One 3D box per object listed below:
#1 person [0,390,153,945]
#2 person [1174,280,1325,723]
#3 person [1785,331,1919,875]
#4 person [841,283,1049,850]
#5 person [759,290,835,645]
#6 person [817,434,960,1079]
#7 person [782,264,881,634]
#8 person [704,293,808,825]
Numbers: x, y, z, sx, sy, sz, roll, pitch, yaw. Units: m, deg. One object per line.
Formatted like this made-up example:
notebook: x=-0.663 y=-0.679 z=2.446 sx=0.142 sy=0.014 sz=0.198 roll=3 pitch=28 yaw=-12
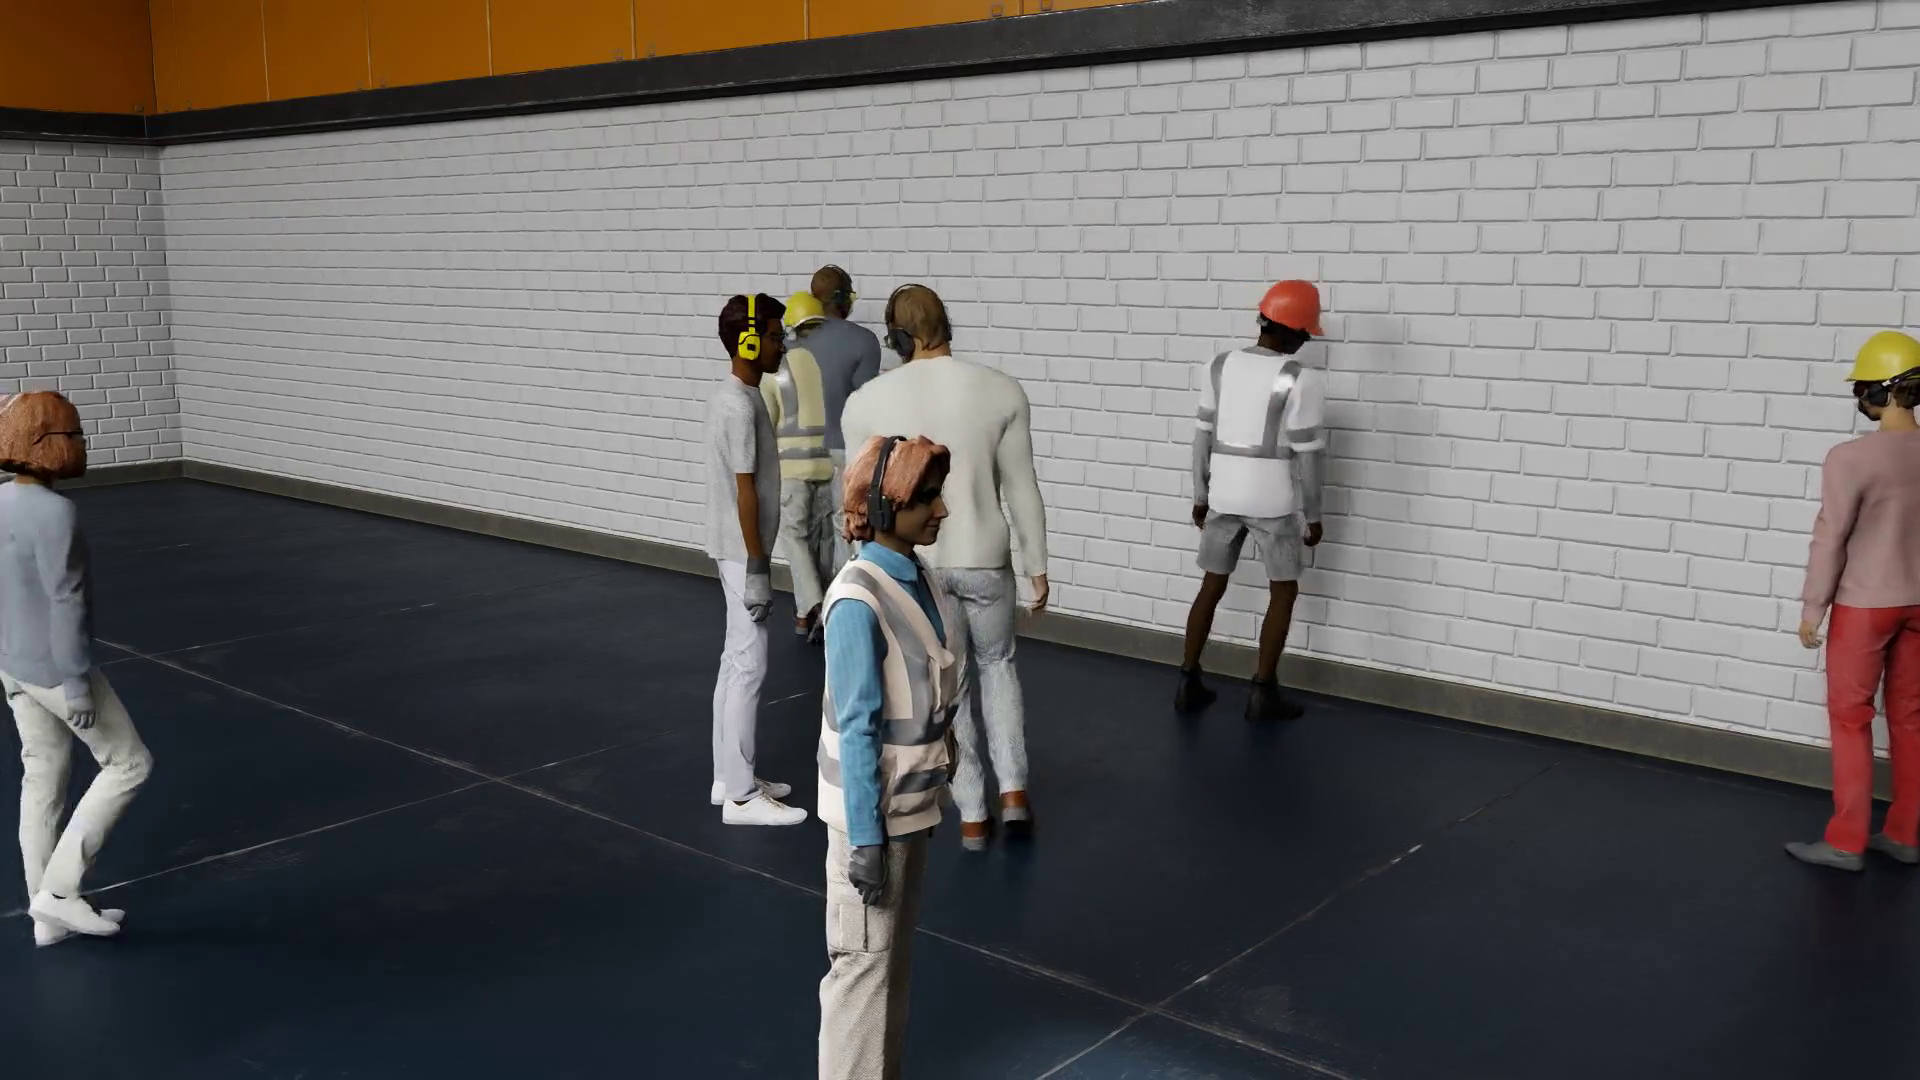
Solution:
person: x=-2.581 y=0.378 z=4.803 sx=0.530 sy=1.617 sz=0.352 roll=9 pitch=13 yaw=40
person: x=1.251 y=-0.160 z=7.118 sx=0.613 sy=1.887 sz=0.395 roll=9 pitch=13 yaw=41
person: x=2.981 y=0.208 z=5.413 sx=0.530 sy=1.759 sz=0.344 roll=-2 pitch=10 yaw=-12
person: x=-0.048 y=0.101 z=5.604 sx=0.690 sy=1.904 sz=0.419 roll=-1 pitch=10 yaw=-4
person: x=-0.766 y=-0.377 z=8.615 sx=0.607 sy=1.826 sz=0.667 roll=-5 pitch=11 yaw=-26
person: x=-0.154 y=0.589 z=3.571 sx=0.311 sy=1.638 sz=0.521 roll=2 pitch=10 yaw=12
person: x=-0.680 y=-0.456 z=8.670 sx=0.633 sy=1.936 sz=0.355 roll=4 pitch=11 yaw=23
person: x=-0.739 y=0.070 z=5.881 sx=0.312 sy=1.865 sz=0.536 roll=-3 pitch=10 yaw=-15
